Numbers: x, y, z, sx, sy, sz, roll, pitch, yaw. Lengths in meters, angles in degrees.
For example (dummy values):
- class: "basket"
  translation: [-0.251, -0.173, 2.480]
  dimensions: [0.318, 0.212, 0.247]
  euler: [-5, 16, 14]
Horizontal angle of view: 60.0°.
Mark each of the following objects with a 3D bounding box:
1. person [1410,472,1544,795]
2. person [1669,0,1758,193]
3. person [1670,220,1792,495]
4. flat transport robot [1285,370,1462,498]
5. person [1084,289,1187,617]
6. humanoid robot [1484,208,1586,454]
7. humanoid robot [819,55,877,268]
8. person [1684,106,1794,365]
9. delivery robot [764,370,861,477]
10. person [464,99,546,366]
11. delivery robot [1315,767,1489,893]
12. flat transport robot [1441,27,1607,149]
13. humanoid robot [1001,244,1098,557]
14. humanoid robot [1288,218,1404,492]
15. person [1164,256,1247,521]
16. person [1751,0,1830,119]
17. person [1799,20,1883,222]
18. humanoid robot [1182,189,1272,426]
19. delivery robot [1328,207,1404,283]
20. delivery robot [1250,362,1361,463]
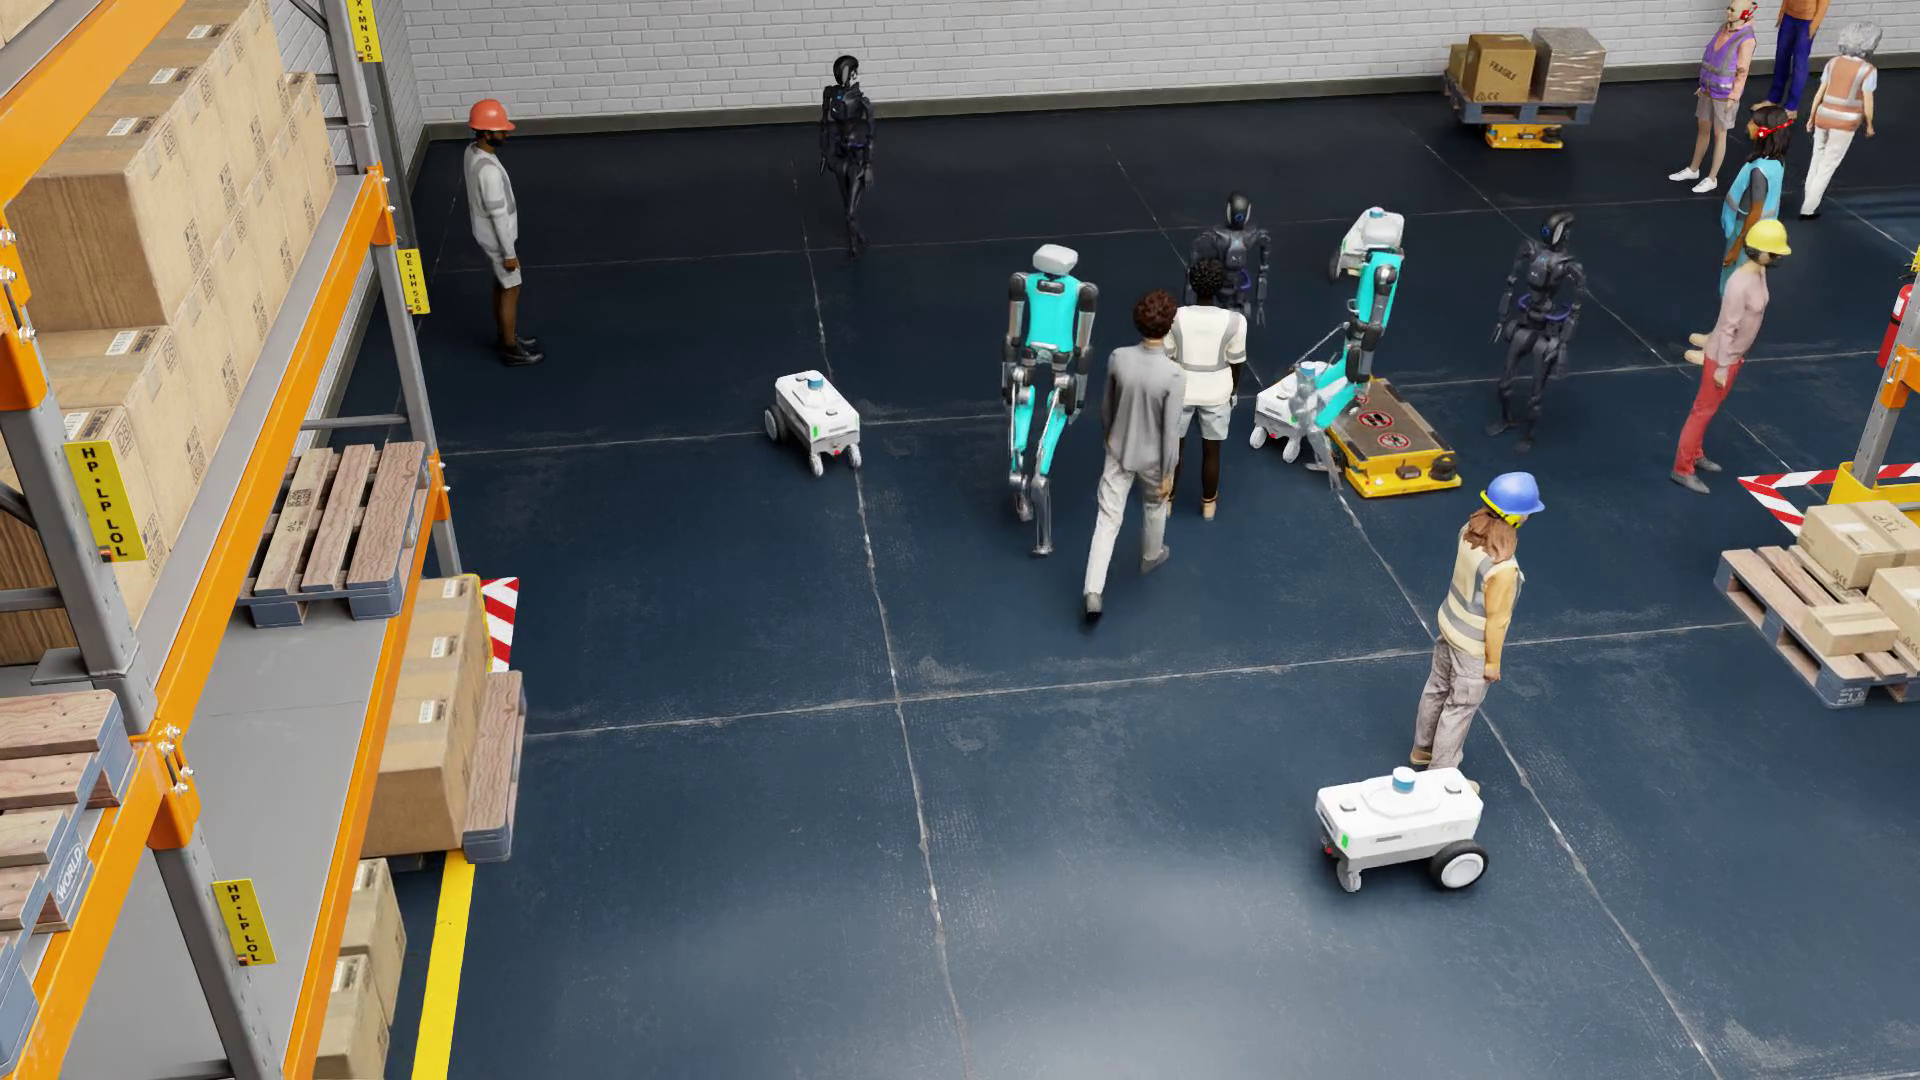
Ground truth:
- class: "person"
  translation: [2.423, 0.449, 7.793]
  dimensions: [0.342, 1.767, 0.455]
  euler: [-4, 33, -7]
- class: "person"
  translation: [6.626, -3.887, 14.504]
  dimensions: [0.347, 1.693, 0.484]
  euler: [-8, 34, -12]
- class: "person"
  translation: [4.746, -1.137, 10.224]
  dimensions: [0.323, 1.766, 0.531]
  euler: [21, 38, 29]
- class: "flat transport robot"
  translation: [2.688, -0.736, 10.980]
  dimensions: [0.659, 0.231, 1.431]
  euler: [-7, 34, -11]
- class: "person"
  translation: [0.942, -0.463, 9.121]
  dimensions: [0.539, 1.858, 0.945]
  euler: [16, 36, 23]
- class: "humanoid robot"
  translation: [3.685, -1.333, 10.607]
  dimensions: [0.354, 1.655, 0.599]
  euler: [-21, 39, -29]
- class: "humanoid robot"
  translation: [-0.892, -3.019, 13.195]
  dimensions: [0.595, 1.643, 0.541]
  euler: [24, 40, 32]
- class: "person"
  translation: [5.478, -2.109, 11.622]
  dimensions: [0.373, 1.865, 0.535]
  euler: [17, 37, 24]
- class: "delivery robot"
  translation: [-0.932, -0.806, 10.821]
  dimensions: [0.499, 0.589, 0.792]
  euler: [-15, 36, -22]
- class: "person"
  translation: [-3.190, -2.127, 11.604]
  dimensions: [0.385, 1.924, 0.547]
  euler: [-15, 36, -22]
- class: "delivery robot"
  translation: [2.010, 1.284, 7.615]
  dimensions: [0.757, 0.585, 0.521]
  euler: [-7, 34, -11]
- class: "flat transport robot"
  translation: [5.357, -4.124, 16.172]
  dimensions: [0.659, 0.231, 1.431]
  euler: [1, 33, 2]
- class: "humanoid robot"
  translation: [0.435, -0.723, 9.683]
  dimensions: [0.534, 1.841, 0.865]
  euler: [9, 34, 14]
- class: "humanoid robot"
  translation: [2.293, -1.107, 10.254]
  dimensions: [0.687, 1.849, 0.547]
  euler: [4, 33, 7]
- class: "person"
  translation: [1.409, -0.878, 9.893]
  dimensions: [0.533, 1.693, 0.320]
  euler: [4, 33, 6]
- class: "person"
  translation: [8.120, -5.070, 16.070]
  dimensions: [0.402, 1.973, 0.516]
  euler: [-11, 35, -16]
- class: "person"
  translation: [7.424, -3.510, 13.946]
  dimensions: [0.622, 1.669, 0.454]
  euler: [-18, 37, -26]
- class: "humanoid robot"
  translation: [1.733, -1.572, 11.029]
  dimensions: [0.610, 1.658, 0.648]
  euler: [-4, 33, -6]
- class: "delivery robot"
  translation: [3.250, -2.321, 13.158]
  dimensions: [0.499, 0.606, 0.796]
  euler: [15, 36, 22]
- class: "delivery robot"
  translation: [2.263, -0.894, 10.949]
  dimensions: [0.774, 0.581, 0.499]
  euler: [-29, 43, -36]
